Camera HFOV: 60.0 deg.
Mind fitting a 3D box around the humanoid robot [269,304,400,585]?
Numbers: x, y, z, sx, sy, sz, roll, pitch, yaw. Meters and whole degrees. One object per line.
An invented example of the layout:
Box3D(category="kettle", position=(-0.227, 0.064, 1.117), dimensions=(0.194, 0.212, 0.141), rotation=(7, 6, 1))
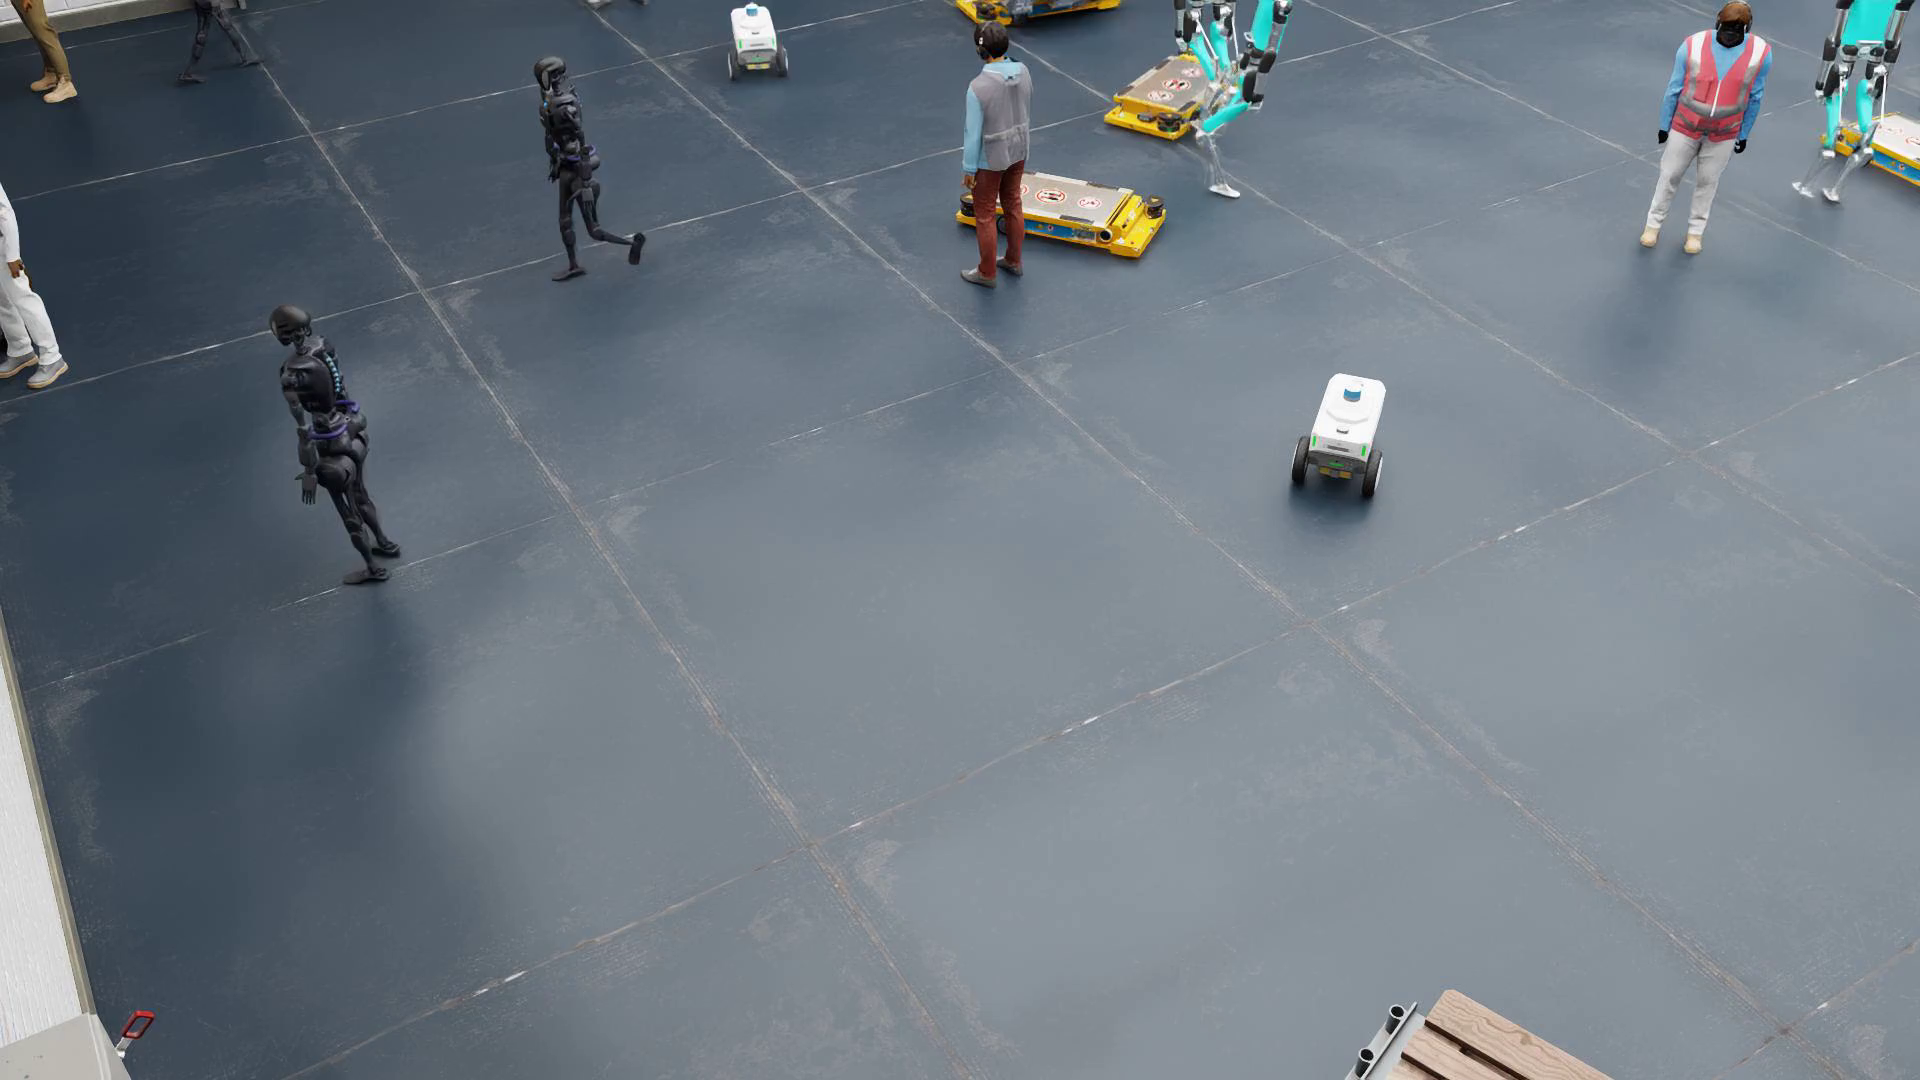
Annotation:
Box3D(category="humanoid robot", position=(-3.308, -0.501, 8.785), dimensions=(0.325, 1.653, 0.613), rotation=(3, 39, 4))

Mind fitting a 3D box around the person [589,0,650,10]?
Box3D(category="person", position=(-3.313, -5.835, 15.421), dimensions=(0.655, 1.811, 0.455), rotation=(-5, 39, -6))

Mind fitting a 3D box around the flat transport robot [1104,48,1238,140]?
Box3D(category="flat transport robot", position=(1.854, -3.778, 14.059), dimensions=(0.659, 0.231, 1.431), rotation=(22, 43, 26))

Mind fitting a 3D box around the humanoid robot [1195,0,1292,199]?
Box3D(category="humanoid robot", position=(2.020, -3.369, 12.430), dimensions=(0.759, 1.867, 0.537), rotation=(-2, 38, -2))

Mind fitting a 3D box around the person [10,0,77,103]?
Box3D(category="person", position=(-7.773, -4.551, 13.829), dimensions=(0.374, 1.767, 0.516), rotation=(-27, 46, -30))

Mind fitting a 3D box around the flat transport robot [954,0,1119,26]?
Box3D(category="flat transport robot", position=(0.725, -5.156, 15.797), dimensions=(1.431, 0.231, 0.659), rotation=(-15, 41, -18))

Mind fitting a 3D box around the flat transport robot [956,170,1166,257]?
Box3D(category="flat transport robot", position=(0.754, -2.451, 12.384), dimensions=(1.431, 0.231, 0.659), rotation=(15, 41, 18))

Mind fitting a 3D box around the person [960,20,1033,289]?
Box3D(category="person", position=(0.255, -2.580, 11.259), dimensions=(0.542, 1.870, 0.417), rotation=(-29, 47, -31))

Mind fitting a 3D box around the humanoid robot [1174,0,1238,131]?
Box3D(category="humanoid robot", position=(2.005, -3.968, 13.159), dimensions=(0.530, 1.814, 0.812), rotation=(-11, 40, -14))

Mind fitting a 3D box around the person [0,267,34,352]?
Box3D(category="person", position=(-6.325, -2.110, 10.609), dimensions=(0.348, 1.942, 0.543), rotation=(1, 38, 2))

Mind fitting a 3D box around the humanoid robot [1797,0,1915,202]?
Box3D(category="humanoid robot", position=(6.632, -3.282, 12.273), dimensions=(0.533, 1.817, 0.721), rotation=(3, 38, 3))

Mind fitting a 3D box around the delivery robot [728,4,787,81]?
Box3D(category="delivery robot", position=(-1.808, -4.404, 14.609), dimensions=(0.499, 0.583, 0.774), rotation=(-7, 39, -9))

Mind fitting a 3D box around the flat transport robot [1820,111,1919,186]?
Box3D(category="flat transport robot", position=(7.583, -2.990, 13.064), dimensions=(0.659, 0.231, 1.431), rotation=(-18, 42, -21))

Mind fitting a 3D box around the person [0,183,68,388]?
Box3D(category="person", position=(-6.037, -1.823, 10.293), dimensions=(0.578, 1.884, 0.353), rotation=(16, 41, 19))

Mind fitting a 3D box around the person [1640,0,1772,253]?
Box3D(category="person", position=(5.234, -2.894, 11.690), dimensions=(0.629, 1.836, 0.431), rotation=(13, 40, 16))

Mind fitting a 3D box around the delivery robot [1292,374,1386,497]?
Box3D(category="delivery robot", position=(2.290, -0.640, 9.884), dimensions=(0.499, 0.614, 0.808), rotation=(13, 40, 15))

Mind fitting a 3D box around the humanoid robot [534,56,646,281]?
Box3D(category="humanoid robot", position=(-2.587, -2.577, 11.422), dimensions=(0.644, 1.628, 0.616), rotation=(-26, 45, -29))

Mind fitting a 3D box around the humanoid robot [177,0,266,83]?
Box3D(category="humanoid robot", position=(-6.505, -4.749, 14.192), dimensions=(0.784, 1.626, 0.609), rotation=(-23, 44, -27))
